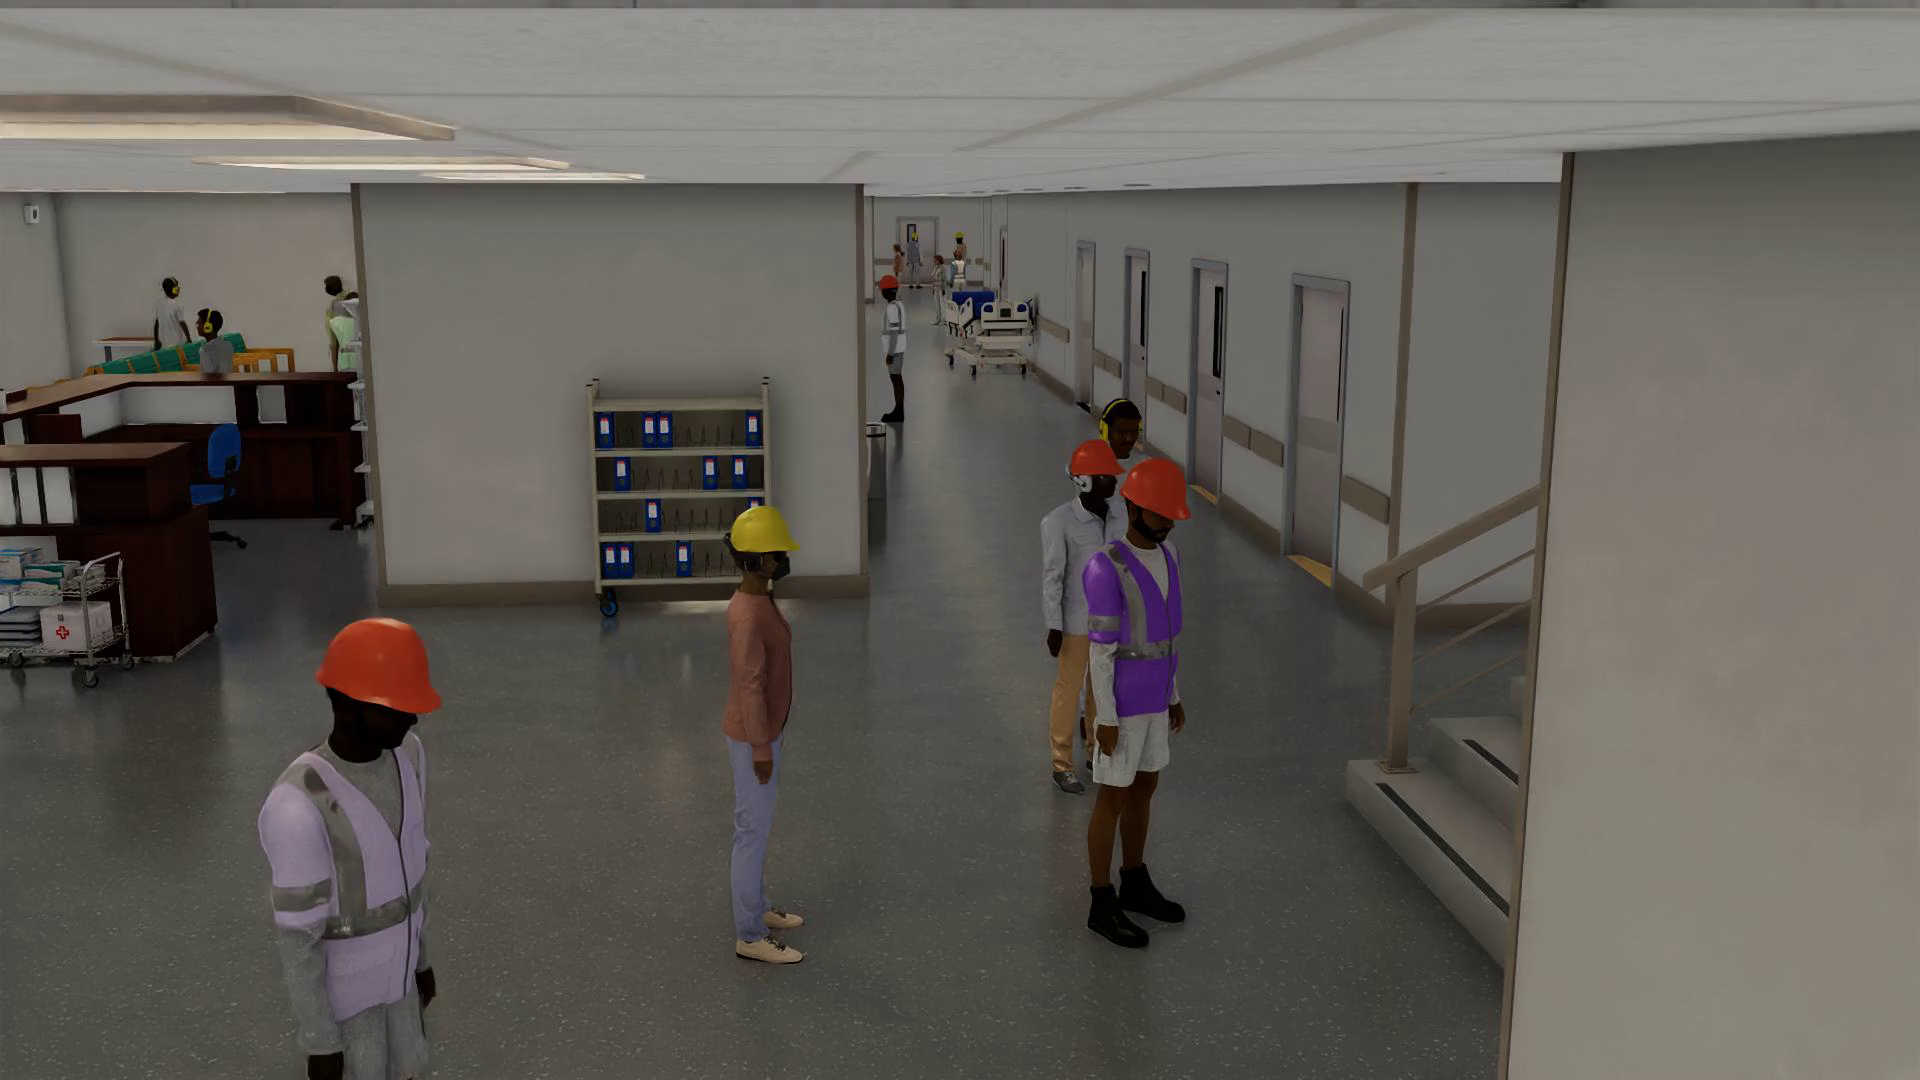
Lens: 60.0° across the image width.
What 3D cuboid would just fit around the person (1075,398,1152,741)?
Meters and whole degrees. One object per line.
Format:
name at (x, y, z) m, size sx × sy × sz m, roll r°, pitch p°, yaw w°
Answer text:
person at (0.847, 0.163, 9.001) m, size 0.508 × 1.864 × 0.329 m, roll -4°, pitch 12°, yaw -21°

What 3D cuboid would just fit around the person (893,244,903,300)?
person at (-1.811, -7.815, 48.537) m, size 0.310 × 1.638 × 0.523 m, roll 0°, pitch 12°, yaw 0°

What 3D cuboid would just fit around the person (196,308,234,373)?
person at (-7.225, -1.309, 16.168) m, size 0.323 × 1.876 × 0.528 m, roll 1°, pitch 12°, yaw 4°

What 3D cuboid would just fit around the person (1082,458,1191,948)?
person at (0.722, 0.628, 6.573) m, size 0.374 × 1.928 × 0.542 m, roll 9°, pitch 15°, yaw 38°

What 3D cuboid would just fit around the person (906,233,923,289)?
person at (-1.499, -9.213, 54.900) m, size 0.599 × 1.827 × 0.403 m, roll 5°, pitch 13°, yaw 24°

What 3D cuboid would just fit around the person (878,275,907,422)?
person at (-0.899, -2.521, 21.933) m, size 0.379 × 1.938 × 0.547 m, roll 1°, pitch 12°, yaw 6°

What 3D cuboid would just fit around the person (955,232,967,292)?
person at (0.007, -8.484, 51.102) m, size 0.384 × 1.923 × 0.593 m, roll -4°, pitch 12°, yaw -17°

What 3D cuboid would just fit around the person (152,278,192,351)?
person at (-10.962, -2.760, 23.361) m, size 0.554 × 1.824 × 0.964 m, roll 6°, pitch 13°, yaw 27°

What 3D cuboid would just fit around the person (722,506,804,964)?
person at (-0.759, 0.740, 6.423) m, size 0.309 × 1.769 × 0.524 m, roll -1°, pitch 12°, yaw -3°

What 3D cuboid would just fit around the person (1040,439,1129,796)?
person at (0.650, 0.371, 8.239) m, size 0.573 × 1.755 × 0.319 m, roll -9°, pitch 15°, yaw -37°

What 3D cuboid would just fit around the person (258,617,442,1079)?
person at (-1.477, 1.121, 4.220) m, size 0.435 × 1.913 × 0.551 m, roll 3°, pitch 12°, yaw 15°

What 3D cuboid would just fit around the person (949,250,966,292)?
person at (-0.053, -6.542, 42.310) m, size 0.310 × 1.642 × 0.514 m, roll 11°, pitch 16°, yaw 44°

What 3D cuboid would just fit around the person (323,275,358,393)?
person at (-9.040, -2.948, 24.309) m, size 0.432 × 1.821 × 0.641 m, roll -4°, pitch 12°, yaw -19°

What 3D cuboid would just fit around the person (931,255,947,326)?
person at (-0.478, -5.829, 38.840) m, size 0.311 × 1.636 × 0.523 m, roll -7°, pitch 13°, yaw -29°
